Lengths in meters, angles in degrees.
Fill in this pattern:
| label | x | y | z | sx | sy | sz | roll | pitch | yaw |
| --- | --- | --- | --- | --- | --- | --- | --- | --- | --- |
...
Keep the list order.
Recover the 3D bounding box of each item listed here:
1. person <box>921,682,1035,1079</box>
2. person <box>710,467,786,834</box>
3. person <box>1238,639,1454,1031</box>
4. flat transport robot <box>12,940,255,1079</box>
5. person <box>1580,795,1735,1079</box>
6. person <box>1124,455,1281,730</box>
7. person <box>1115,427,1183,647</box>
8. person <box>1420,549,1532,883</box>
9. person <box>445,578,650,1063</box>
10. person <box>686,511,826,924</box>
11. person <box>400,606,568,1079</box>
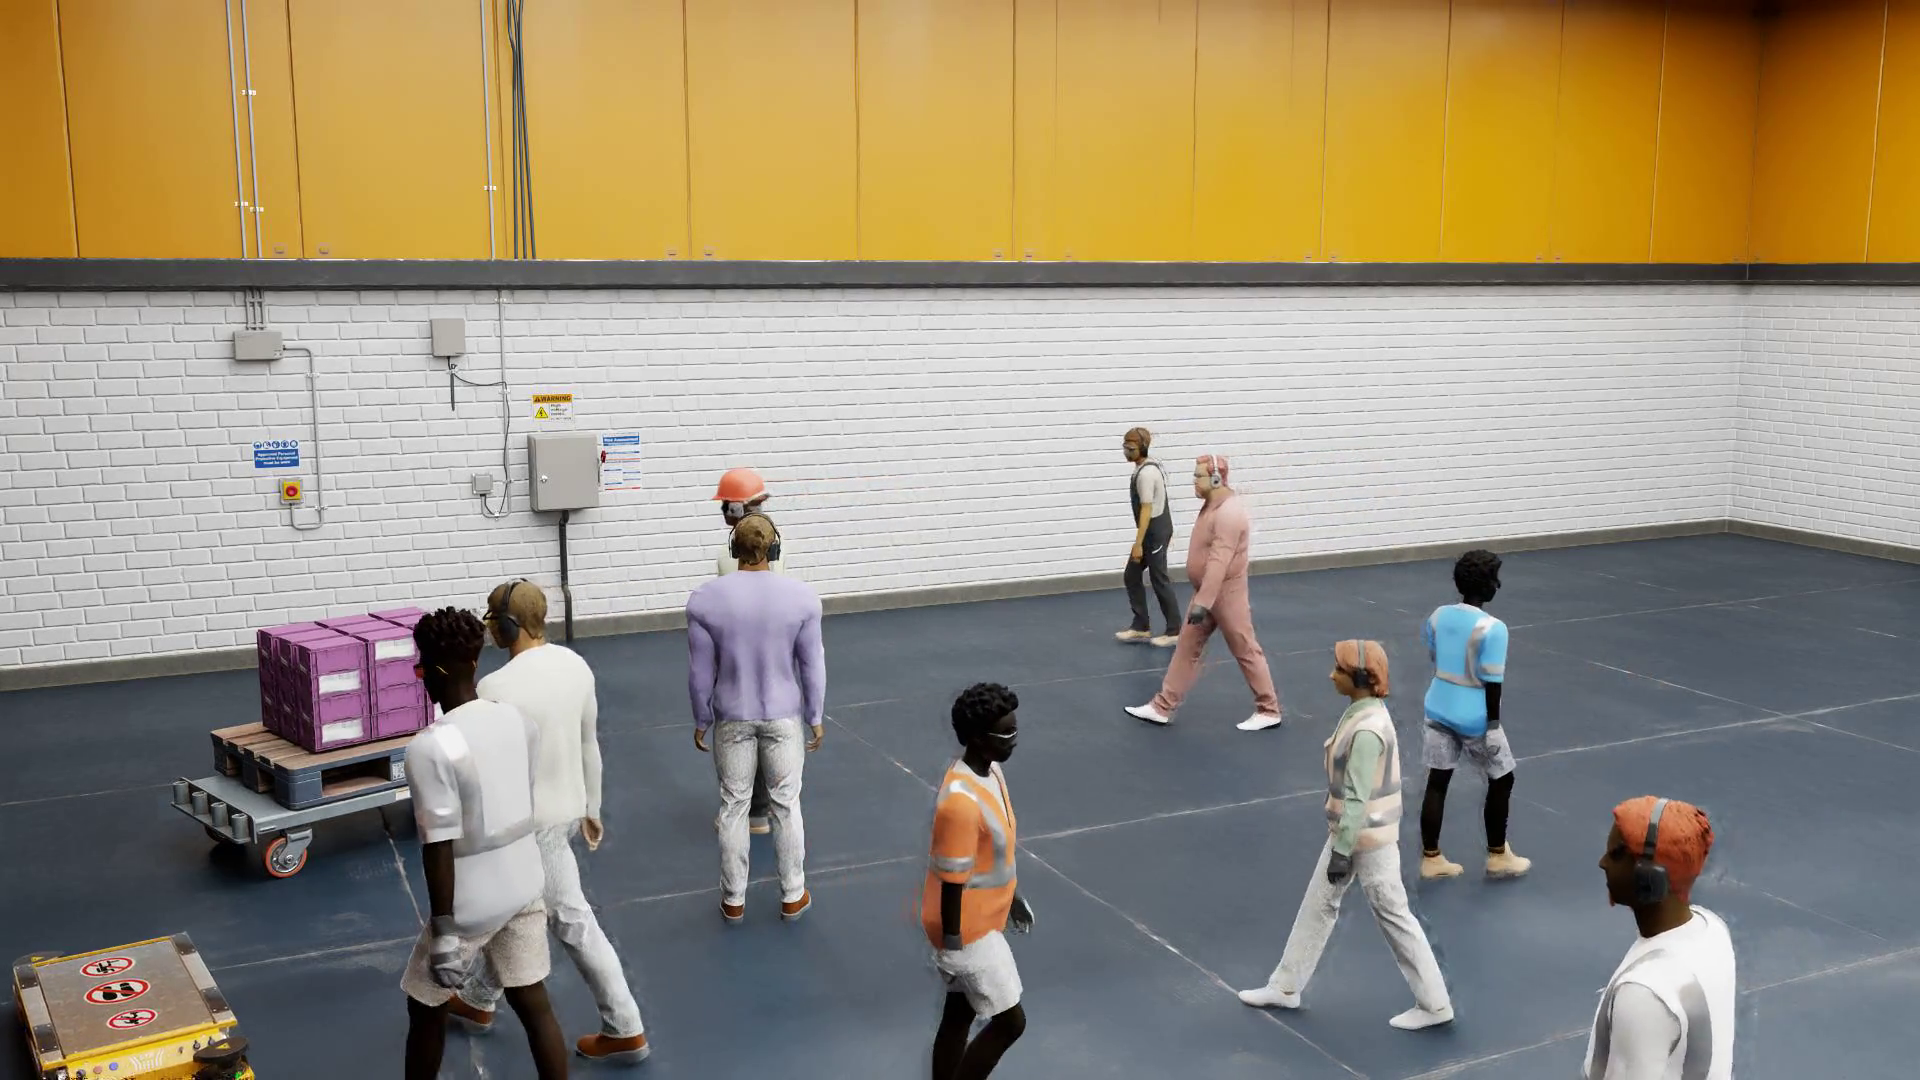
| label | x | y | z | sx | sy | sz | roll | pitch | yaw |
| --- | --- | --- | --- | --- | --- | --- | --- | --- | --- |
| person | 0.064 | 1.297 | 5.643 | 0.414 | 1.676 | 0.531 | 1 | 9 | 4 |
| person | -1.155 | 0.594 | 9.032 | 0.399 | 1.990 | 0.622 | 3 | 10 | 19 |
| person | 1.598 | 1.177 | 6.641 | 0.856 | 1.592 | 0.532 | 1 | 9 | 8 |
| flat transport robot | -3.240 | 1.868 | 6.455 | 0.652 | 0.197 | 1.431 | -6 | 11 | -34 |
| person | 1.654 | 1.501 | 3.885 | 0.964 | 1.844 | 0.589 | 6 | 11 | 34 |
| person | 1.662 | 0.361 | 10.963 | 1.045 | 1.844 | 0.638 | -1 | 9 | -8 |
| person | 1.525 | -0.015 | 13.384 | 0.693 | 1.800 | 0.524 | 0 | 9 | -2 |
| person | 2.592 | 0.872 | 8.261 | 0.689 | 1.670 | 0.553 | -4 | 10 | -25 |
| person | -1.651 | 1.080 | 6.398 | 1.040 | 1.887 | 0.622 | 2 | 9 | 14 |
| person | -0.939 | 0.829 | 7.743 | 0.636 | 1.939 | 0.364 | -1 | 9 | -4 |
| person | -1.708 | 1.180 | 5.609 | 0.925 | 1.919 | 0.653 | 4 | 10 | 23 |
